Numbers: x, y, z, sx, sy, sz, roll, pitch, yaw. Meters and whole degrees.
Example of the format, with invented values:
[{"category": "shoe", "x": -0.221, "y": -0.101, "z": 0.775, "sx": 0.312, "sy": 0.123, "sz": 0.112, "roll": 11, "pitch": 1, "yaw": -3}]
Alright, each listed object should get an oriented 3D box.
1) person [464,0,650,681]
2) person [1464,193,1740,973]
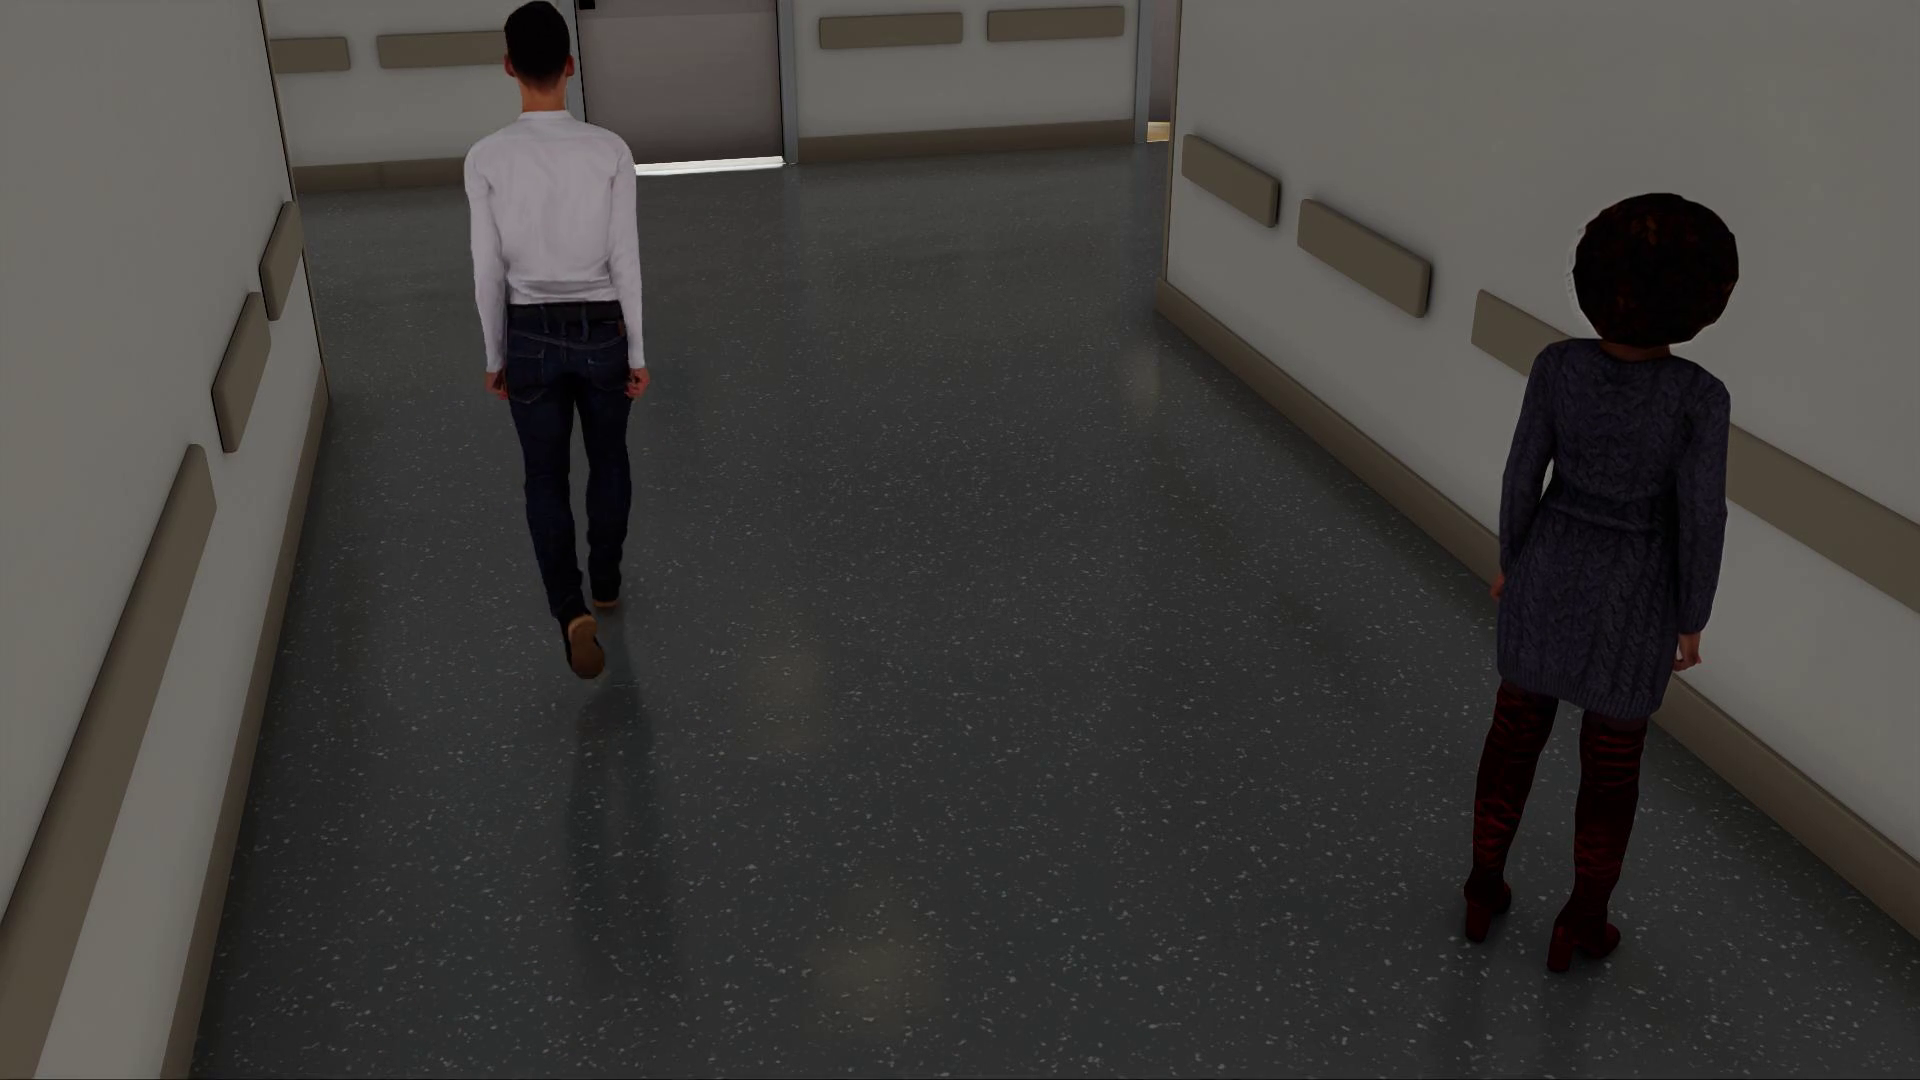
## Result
[{"category": "person", "x": -1.099, "y": -0.513, "z": 4.663, "sx": 1.062, "sy": 1.837, "sz": 0.699, "roll": -6, "pitch": 26, "yaw": -12}, {"category": "person", "x": 1.315, "y": 0.132, "z": 3.472, "sx": 0.671, "sy": 1.710, "sz": 0.692, "roll": 20, "pitch": 32, "yaw": 35}]
